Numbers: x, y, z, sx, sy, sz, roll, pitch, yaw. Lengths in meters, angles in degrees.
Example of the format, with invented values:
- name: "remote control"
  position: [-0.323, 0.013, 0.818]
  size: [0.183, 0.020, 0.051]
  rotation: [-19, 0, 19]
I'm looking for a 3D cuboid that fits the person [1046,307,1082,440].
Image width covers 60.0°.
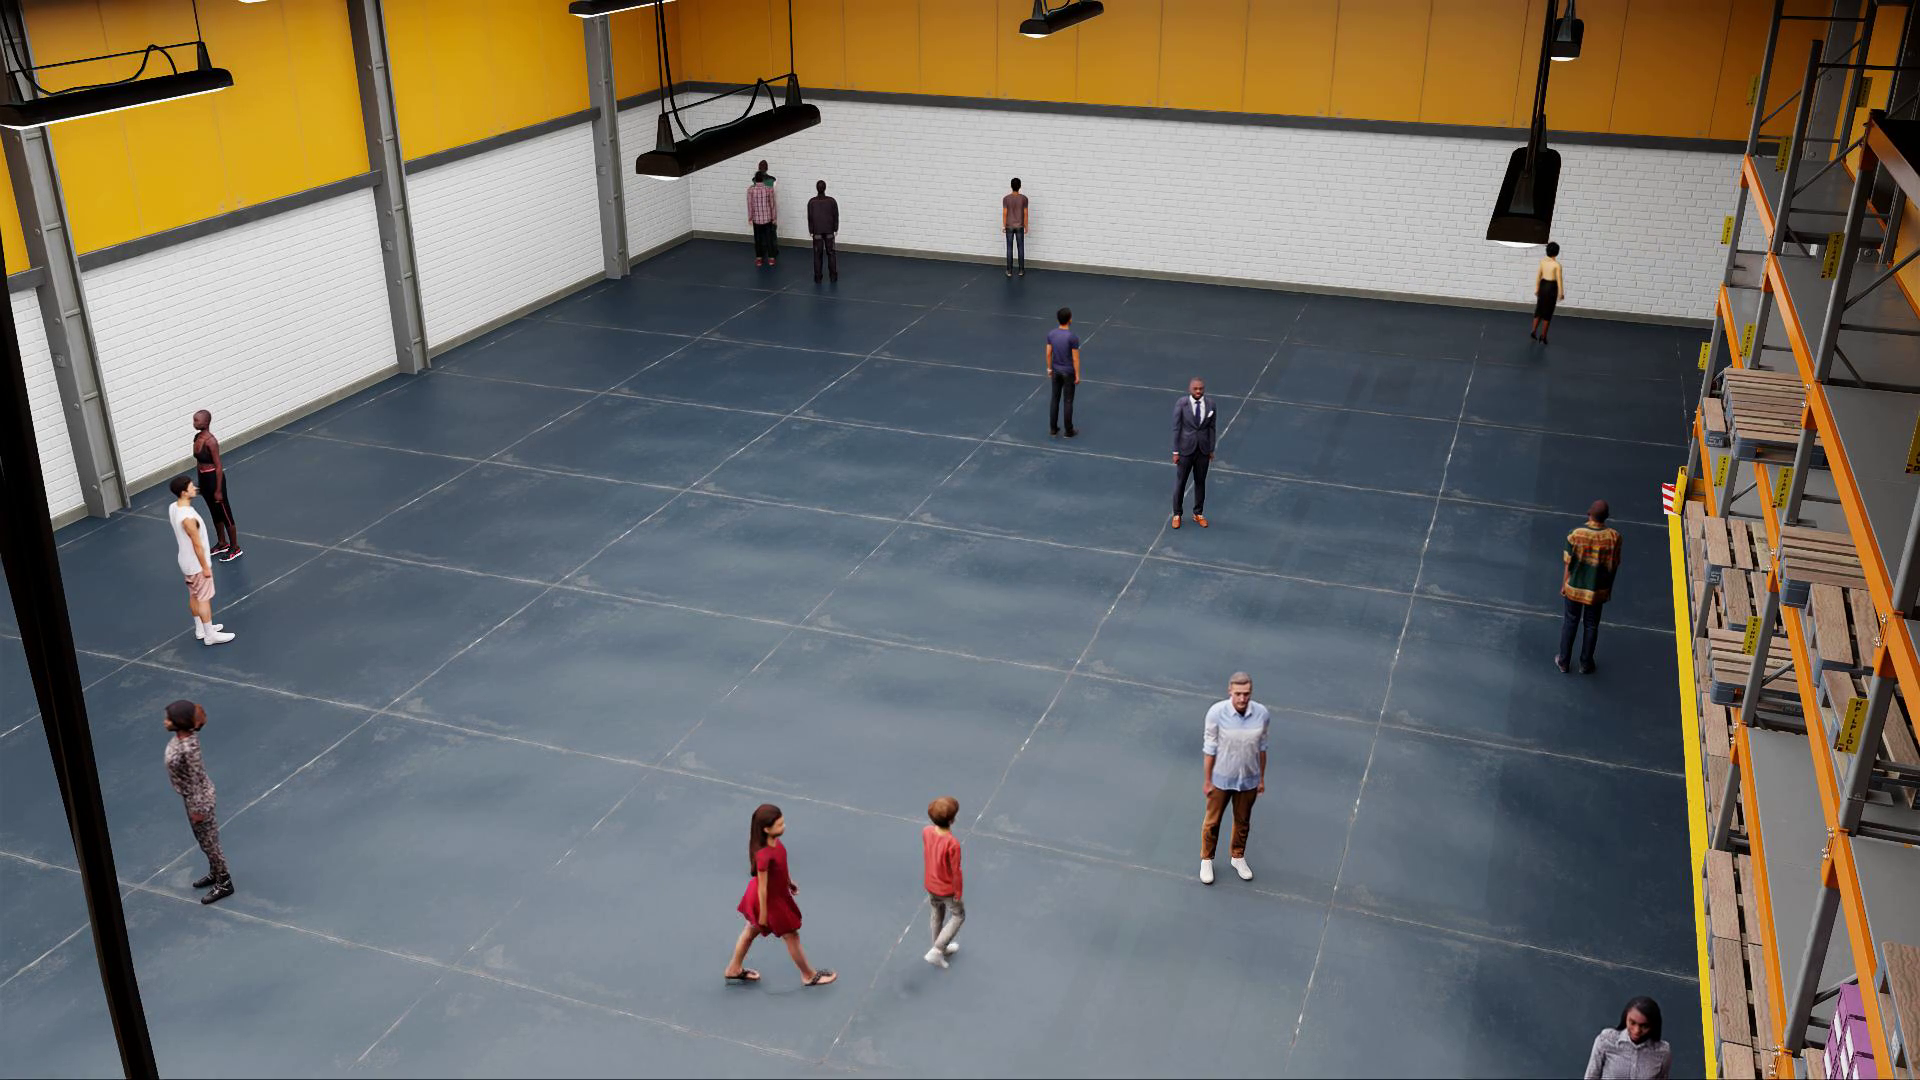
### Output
- name: "person"
  position: [1.389, -2.266, 22.478]
  size: [0.683, 1.793, 0.582]
  rotation: [13, 27, 27]

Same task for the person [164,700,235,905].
- name: "person"
  position: [-5.876, 1.997, 12.828]
  size: [0.729, 1.713, 0.681]
  rotation: [-14, 27, -28]

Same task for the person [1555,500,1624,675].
- name: "person"
  position: [6.122, 0.456, 16.234]
  size: [0.710, 1.808, 0.674]
  rotation: [6, 24, 13]

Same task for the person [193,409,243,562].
- name: "person"
  position: [-8.431, -0.641, 18.806]
  size: [0.630, 1.757, 0.610]
  rotation: [16, 28, 32]

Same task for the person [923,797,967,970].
- name: "person"
  position: [-0.172, 2.506, 12.043]
  size: [0.632, 1.409, 0.727]
  rotation: [19, 30, 37]

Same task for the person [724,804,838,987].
- name: "person"
  position: [-1.430, 2.545, 11.822]
  size: [0.886, 1.514, 1.049]
  rotation: [-1, 24, -2]

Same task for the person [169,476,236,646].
- name: "person"
  position: [-7.759, 0.200, 16.842]
  size: [0.735, 1.789, 0.731]
  rotation: [-20, 30, -37]

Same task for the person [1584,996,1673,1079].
- name: "person"
  position: [3.844, 3.368, 9.676]
  size: [0.599, 1.724, 0.498]
  rotation: [9, 25, 20]

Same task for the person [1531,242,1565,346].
- name: "person"
  position: [9.313, -3.909, 26.413]
  size: [0.726, 1.653, 0.686]
  rotation: [-15, 28, -30]

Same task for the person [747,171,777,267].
- name: "person"
  position: [-3.708, -6.029, 31.127]
  size: [0.775, 1.761, 0.770]
  rotation: [-4, 24, -8]

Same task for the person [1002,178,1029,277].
- name: "person"
  position: [1.008, -5.737, 30.439]
  size: [0.709, 1.778, 0.685]
  rotation: [-1, 24, -3]

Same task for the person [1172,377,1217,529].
- name: "person"
  position: [2.754, -1.056, 19.672]
  size: [0.785, 1.824, 0.778]
  rotation: [-3, 24, -7]

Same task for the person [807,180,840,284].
- name: "person"
  position: [-2.463, -5.556, 29.951]
  size: [0.796, 1.837, 0.752]
  rotation: [-3, 24, -6]

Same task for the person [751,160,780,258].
- name: "person"
  position: [-3.701, -6.328, 31.710]
  size: [0.731, 1.843, 0.735]
  rotation: [-2, 24, -5]

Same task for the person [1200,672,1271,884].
- name: "person"
  position: [2.147, 1.836, 13.056]
  size: [0.767, 1.825, 0.742]
  rotation: [-3, 24, -7]
